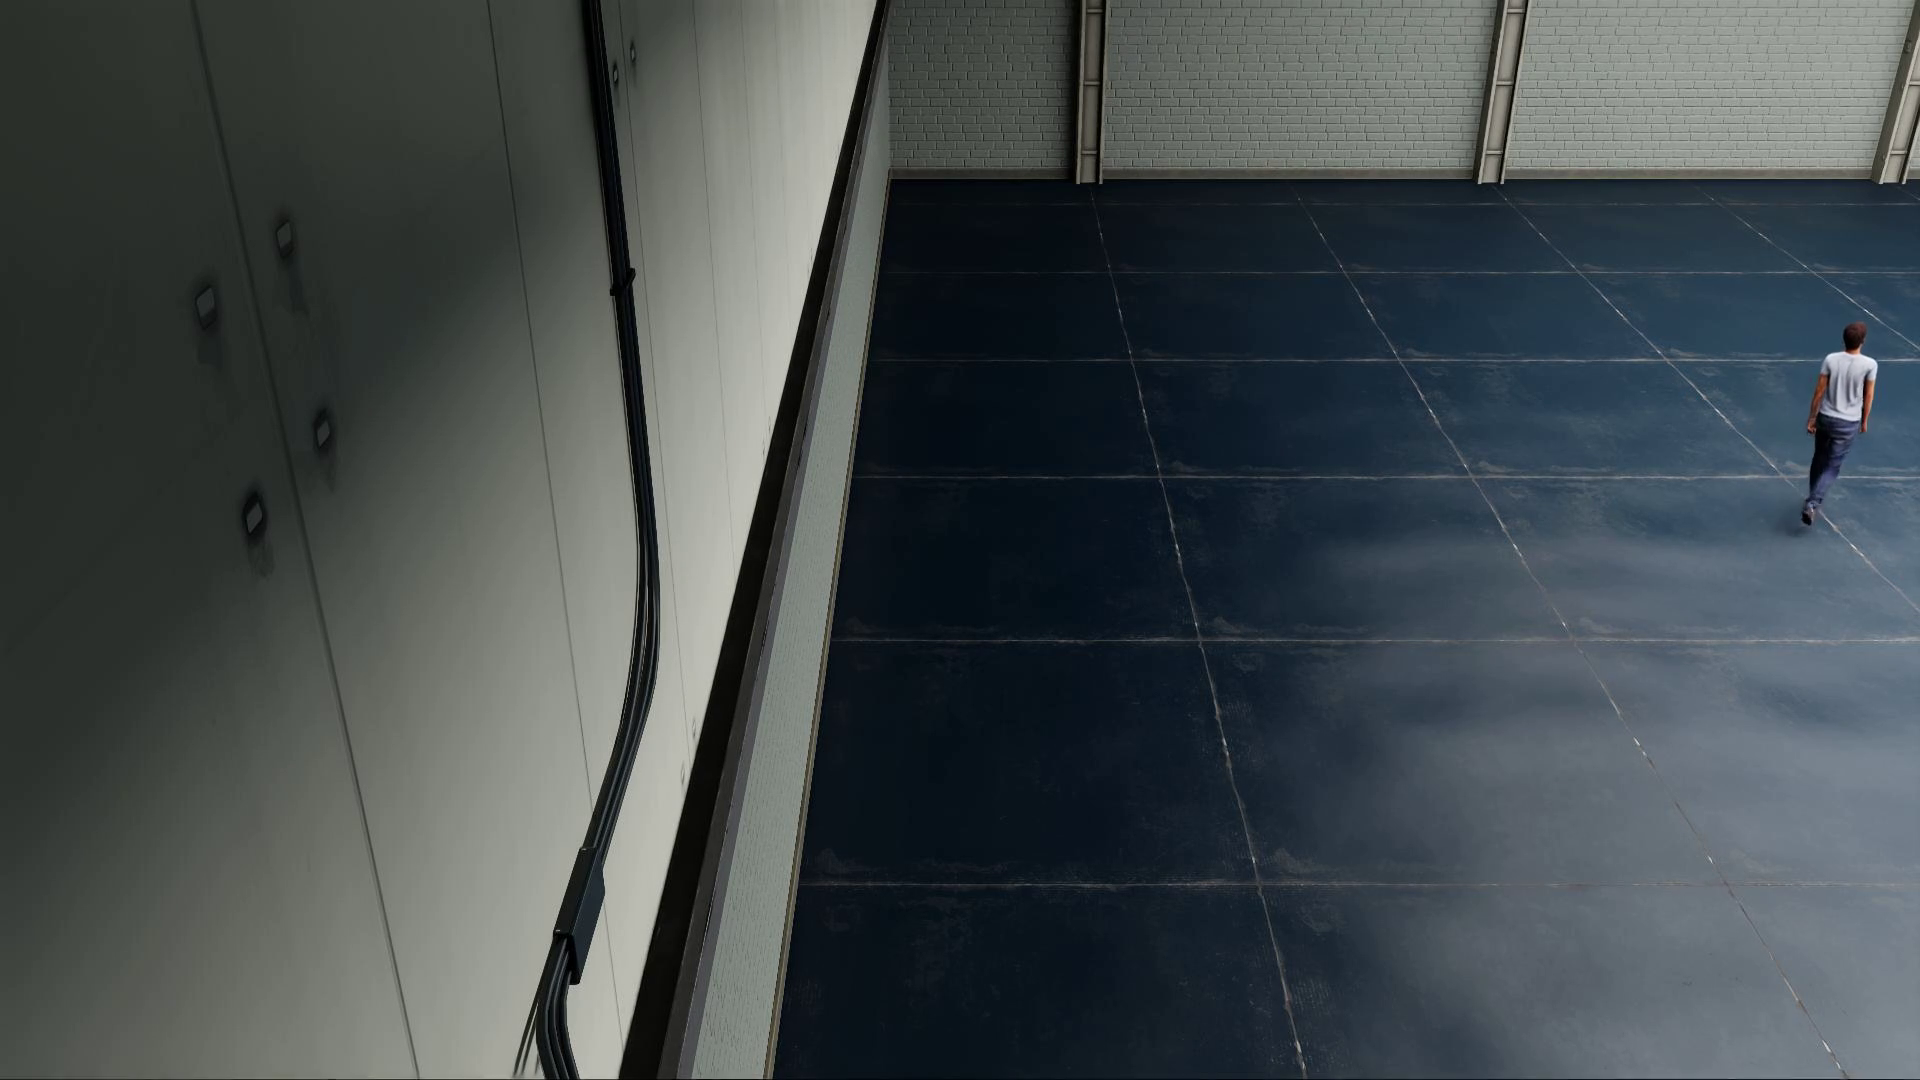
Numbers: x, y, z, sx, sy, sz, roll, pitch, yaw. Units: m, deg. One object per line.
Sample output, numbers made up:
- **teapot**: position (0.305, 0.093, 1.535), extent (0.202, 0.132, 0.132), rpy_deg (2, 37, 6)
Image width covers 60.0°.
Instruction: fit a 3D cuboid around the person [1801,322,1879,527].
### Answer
- **person**: position (7.785, -1.008, 14.785), extent (1.155, 1.835, 1.162), rpy_deg (22, 35, 35)
